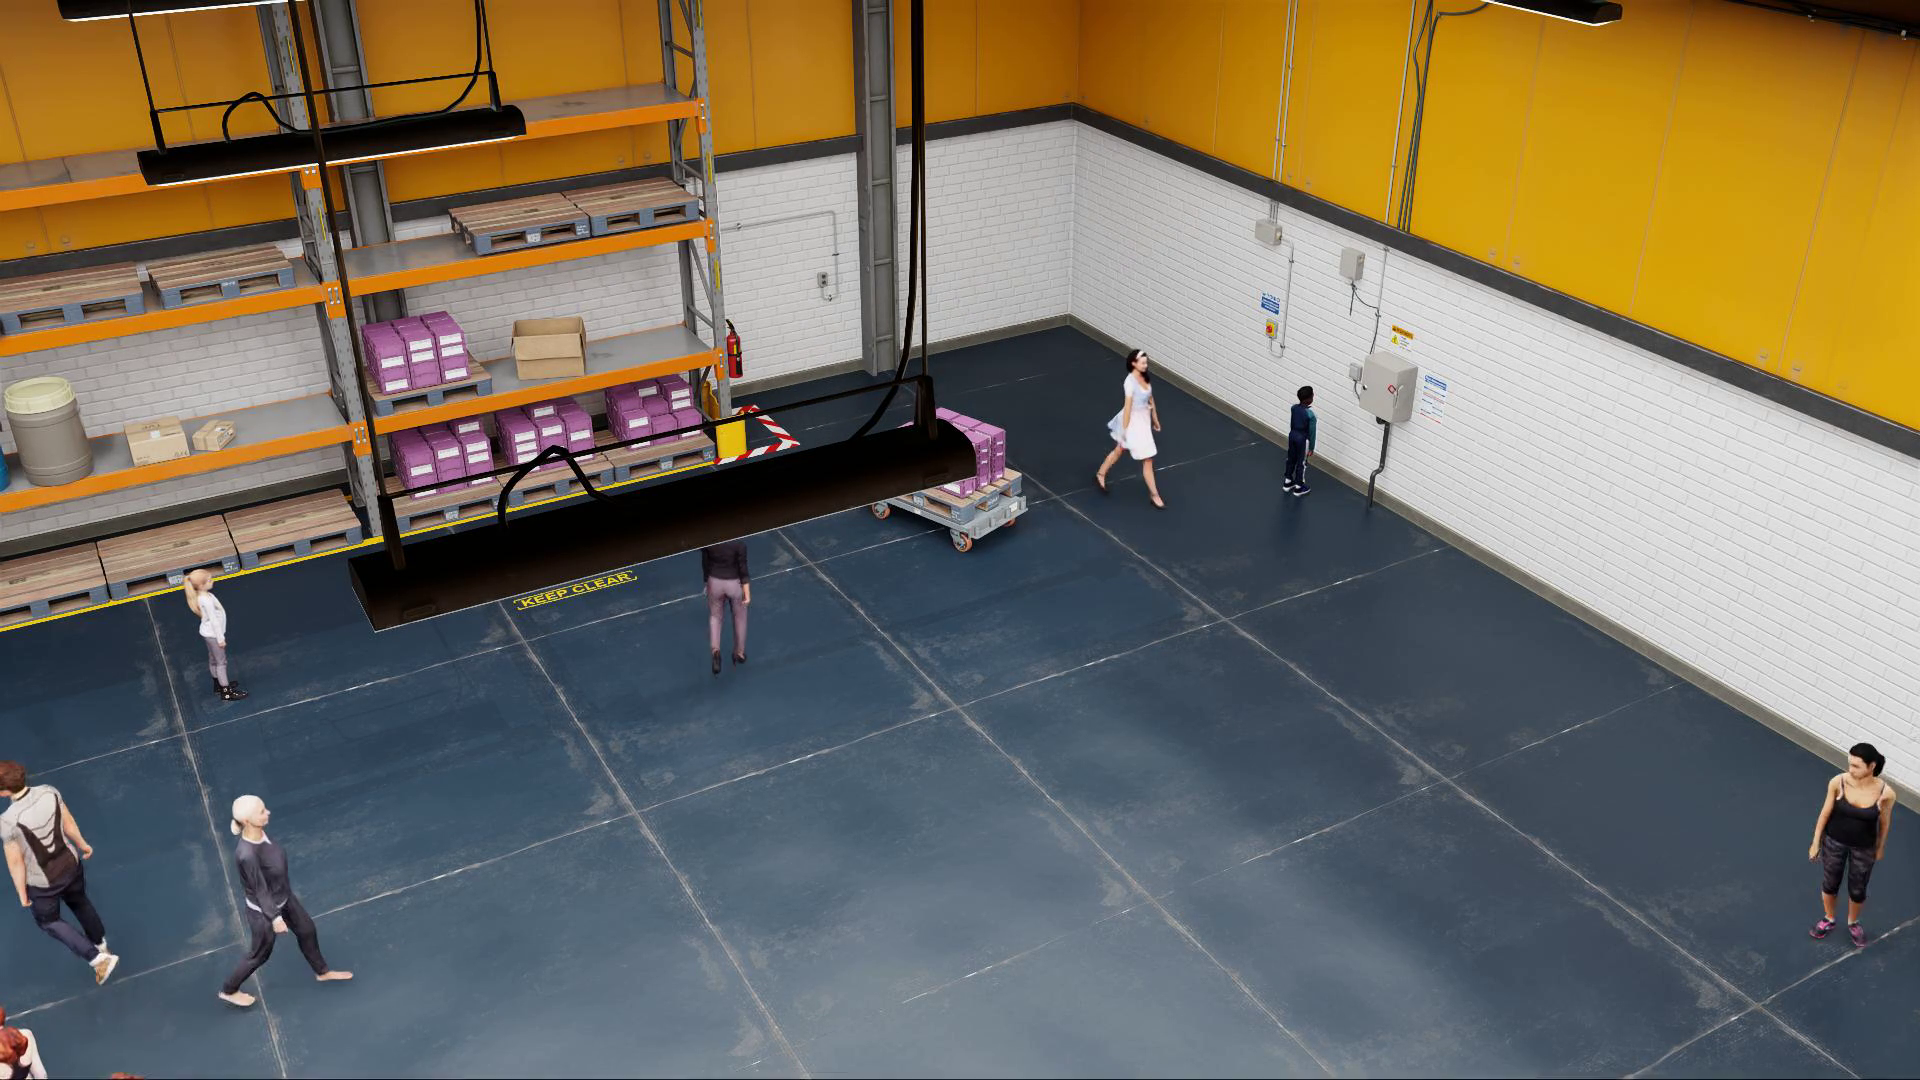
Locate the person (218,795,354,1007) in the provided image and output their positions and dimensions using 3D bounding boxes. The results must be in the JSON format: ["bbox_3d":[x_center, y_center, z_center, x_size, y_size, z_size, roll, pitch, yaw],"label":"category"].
[{"bbox_3d":[-4.759,2.456,11.222,1.163,1.693,0.859,-6,29,-10],"label":"person"}]

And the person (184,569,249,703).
[{"bbox_3d":[-6.584,0.822,14.650,0.516,1.279,0.512,-21,35,-33],"label":"person"}]

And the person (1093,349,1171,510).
[{"bbox_3d":[1.796,-1.209,17.863,1.121,1.767,1.199,14,32,24],"label":"person"}]

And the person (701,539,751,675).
[{"bbox_3d":[-2.113,0.500,14.845,0.890,1.656,0.931,5,29,8],"label":"person"}]

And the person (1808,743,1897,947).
[{"bbox_3d":[6.339,2.147,11.786,0.795,1.695,0.796,9,30,16],"label":"person"}]

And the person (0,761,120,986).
[{"bbox_3d":[-6.171,2.282,11.361,1.092,1.865,1.051,16,32,26],"label":"person"}]

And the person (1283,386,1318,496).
[{"bbox_3d":[3.724,-1.111,18.218,0.502,1.255,0.516,-21,35,-33],"label":"person"}]
